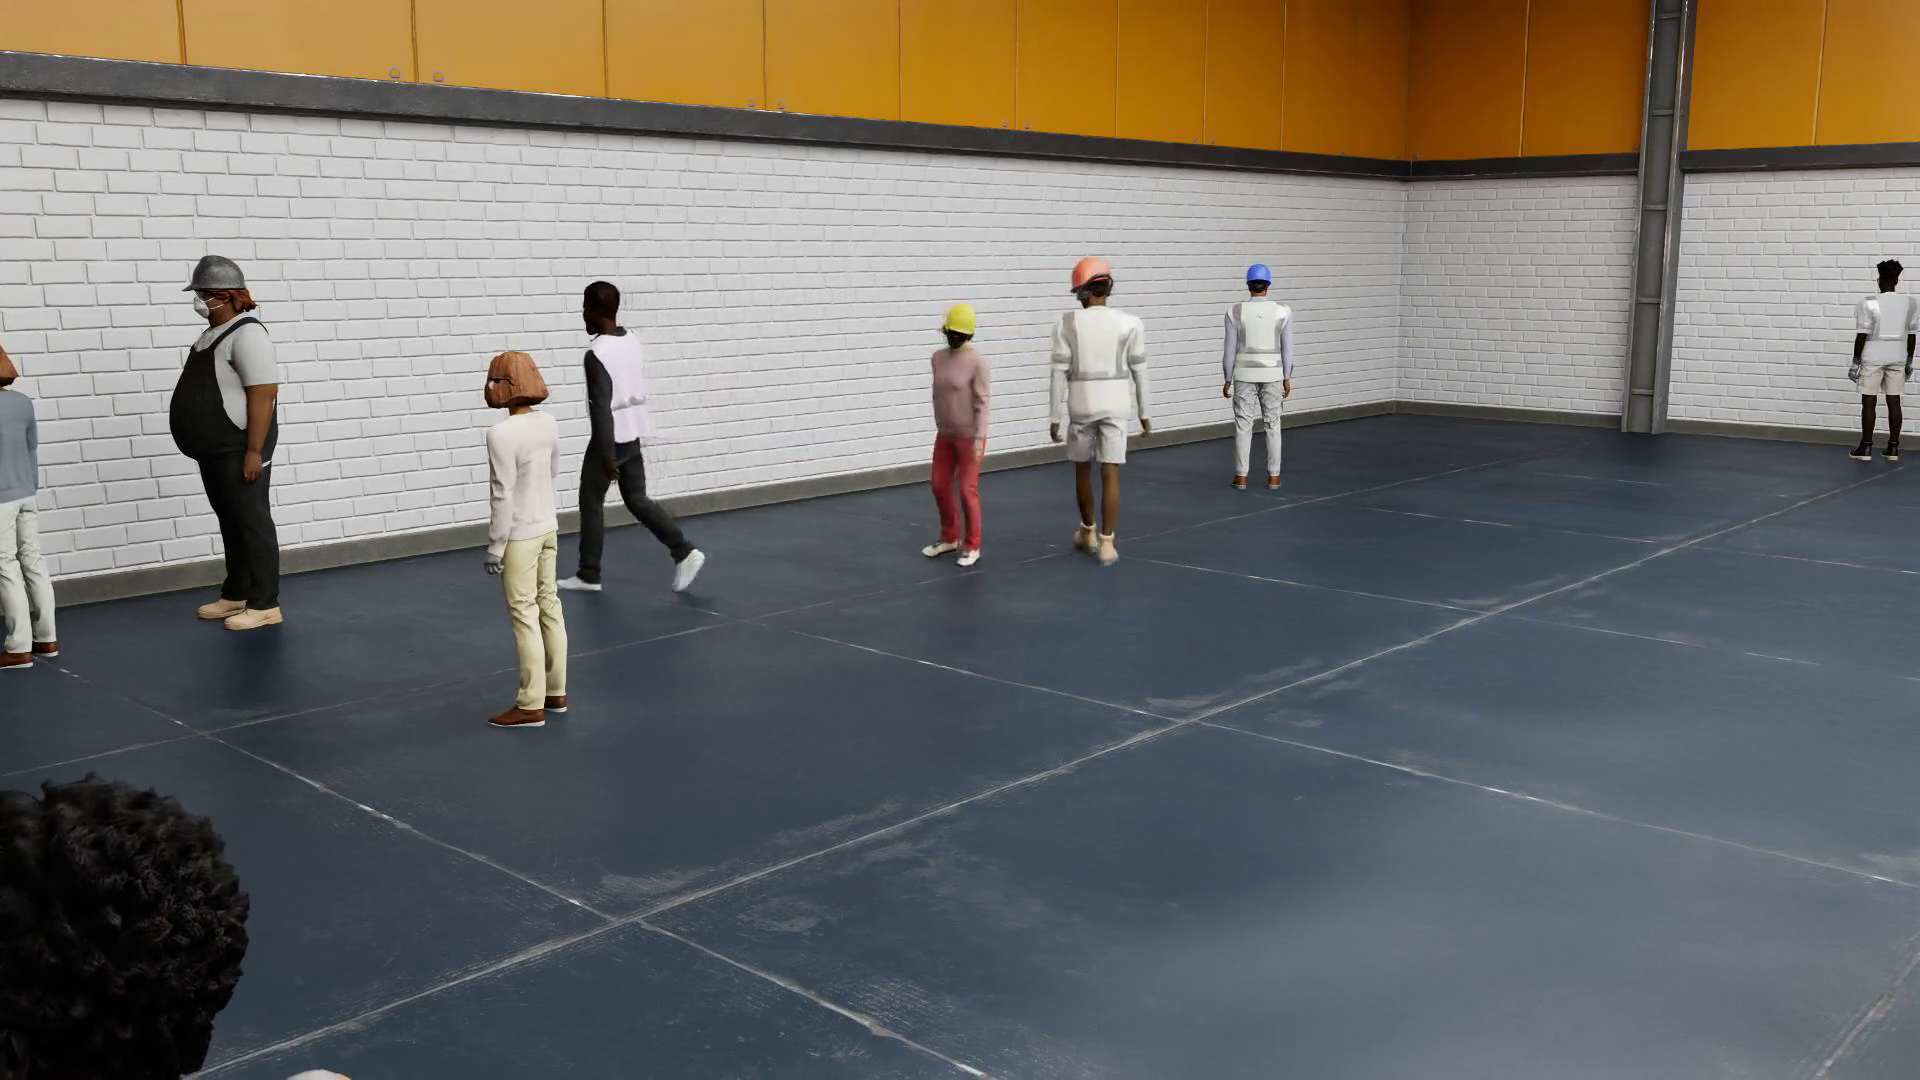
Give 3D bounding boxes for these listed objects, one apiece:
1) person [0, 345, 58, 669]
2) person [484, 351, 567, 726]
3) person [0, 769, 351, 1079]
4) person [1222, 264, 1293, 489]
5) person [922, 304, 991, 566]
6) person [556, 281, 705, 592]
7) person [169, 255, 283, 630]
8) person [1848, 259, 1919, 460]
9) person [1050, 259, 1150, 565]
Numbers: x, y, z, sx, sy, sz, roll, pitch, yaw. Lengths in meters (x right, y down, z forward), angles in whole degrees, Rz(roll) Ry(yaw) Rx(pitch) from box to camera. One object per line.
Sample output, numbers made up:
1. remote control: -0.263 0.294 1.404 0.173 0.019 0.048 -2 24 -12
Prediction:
1. person: -4.747 -0.178 8.250 0.268 1.632 0.507 1 10 4
2. person: -1.905 -0.003 7.257 0.286 1.633 0.499 3 10 14
3. person: -0.609 1.011 1.334 0.321 1.691 0.531 3 10 17
4. person: 2.562 -1.399 14.339 0.604 1.937 0.402 1 10 3
5. person: -0.018 -0.678 10.832 0.606 1.721 0.440 10 14 44
6. person: -2.014 -0.603 9.965 0.891 1.894 0.589 3 10 18
7. person: -4.034 -0.535 9.127 0.539 2.000 0.689 -9 13 -42
8. person: 9.041 -1.759 16.306 0.611 1.964 0.364 0 10 2
9. person: 0.945 -0.864 11.132 0.694 1.996 0.866 1 10 3
